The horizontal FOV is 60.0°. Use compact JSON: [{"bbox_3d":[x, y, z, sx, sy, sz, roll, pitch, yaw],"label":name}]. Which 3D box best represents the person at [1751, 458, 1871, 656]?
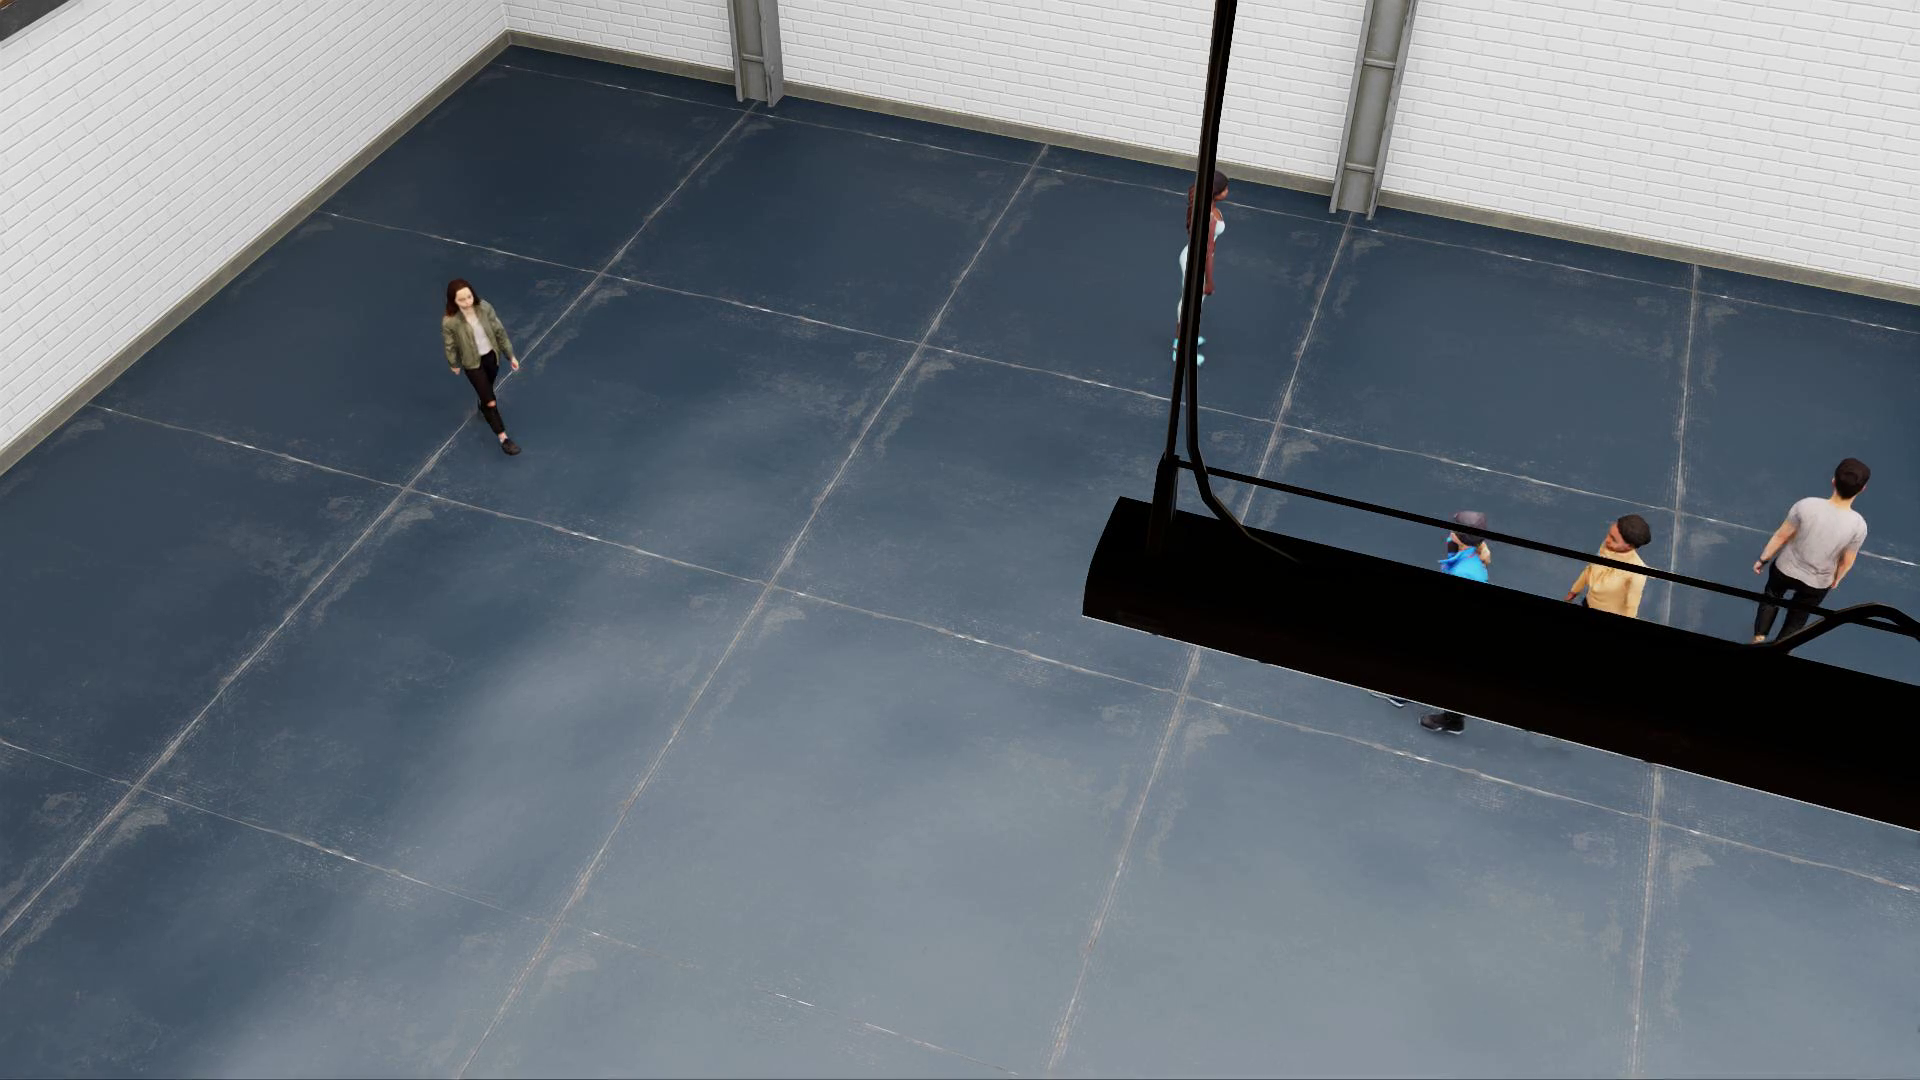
[{"bbox_3d":[5.337,0.231,10.632,0.823,1.695,0.724,-34,53,-30],"label":"person"}]

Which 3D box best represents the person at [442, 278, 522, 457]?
[{"bbox_3d":[-3.638,-1.383,12.515,0.875,1.434,1.088,-33,53,-30],"label":"person"}]

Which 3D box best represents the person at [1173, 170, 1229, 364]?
[{"bbox_3d":[1.865,-2.158,13.118,0.666,1.724,0.648,-5,44,-5],"label":"person"}]

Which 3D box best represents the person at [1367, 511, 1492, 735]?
[{"bbox_3d":[3.102,0.570,10.216,0.908,1.776,0.667,16,46,16],"label":"person"}]

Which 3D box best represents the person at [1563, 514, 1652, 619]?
[{"bbox_3d":[4.106,0.468,10.424,1.029,1.638,0.891,-6,44,-7],"label":"person"}]
